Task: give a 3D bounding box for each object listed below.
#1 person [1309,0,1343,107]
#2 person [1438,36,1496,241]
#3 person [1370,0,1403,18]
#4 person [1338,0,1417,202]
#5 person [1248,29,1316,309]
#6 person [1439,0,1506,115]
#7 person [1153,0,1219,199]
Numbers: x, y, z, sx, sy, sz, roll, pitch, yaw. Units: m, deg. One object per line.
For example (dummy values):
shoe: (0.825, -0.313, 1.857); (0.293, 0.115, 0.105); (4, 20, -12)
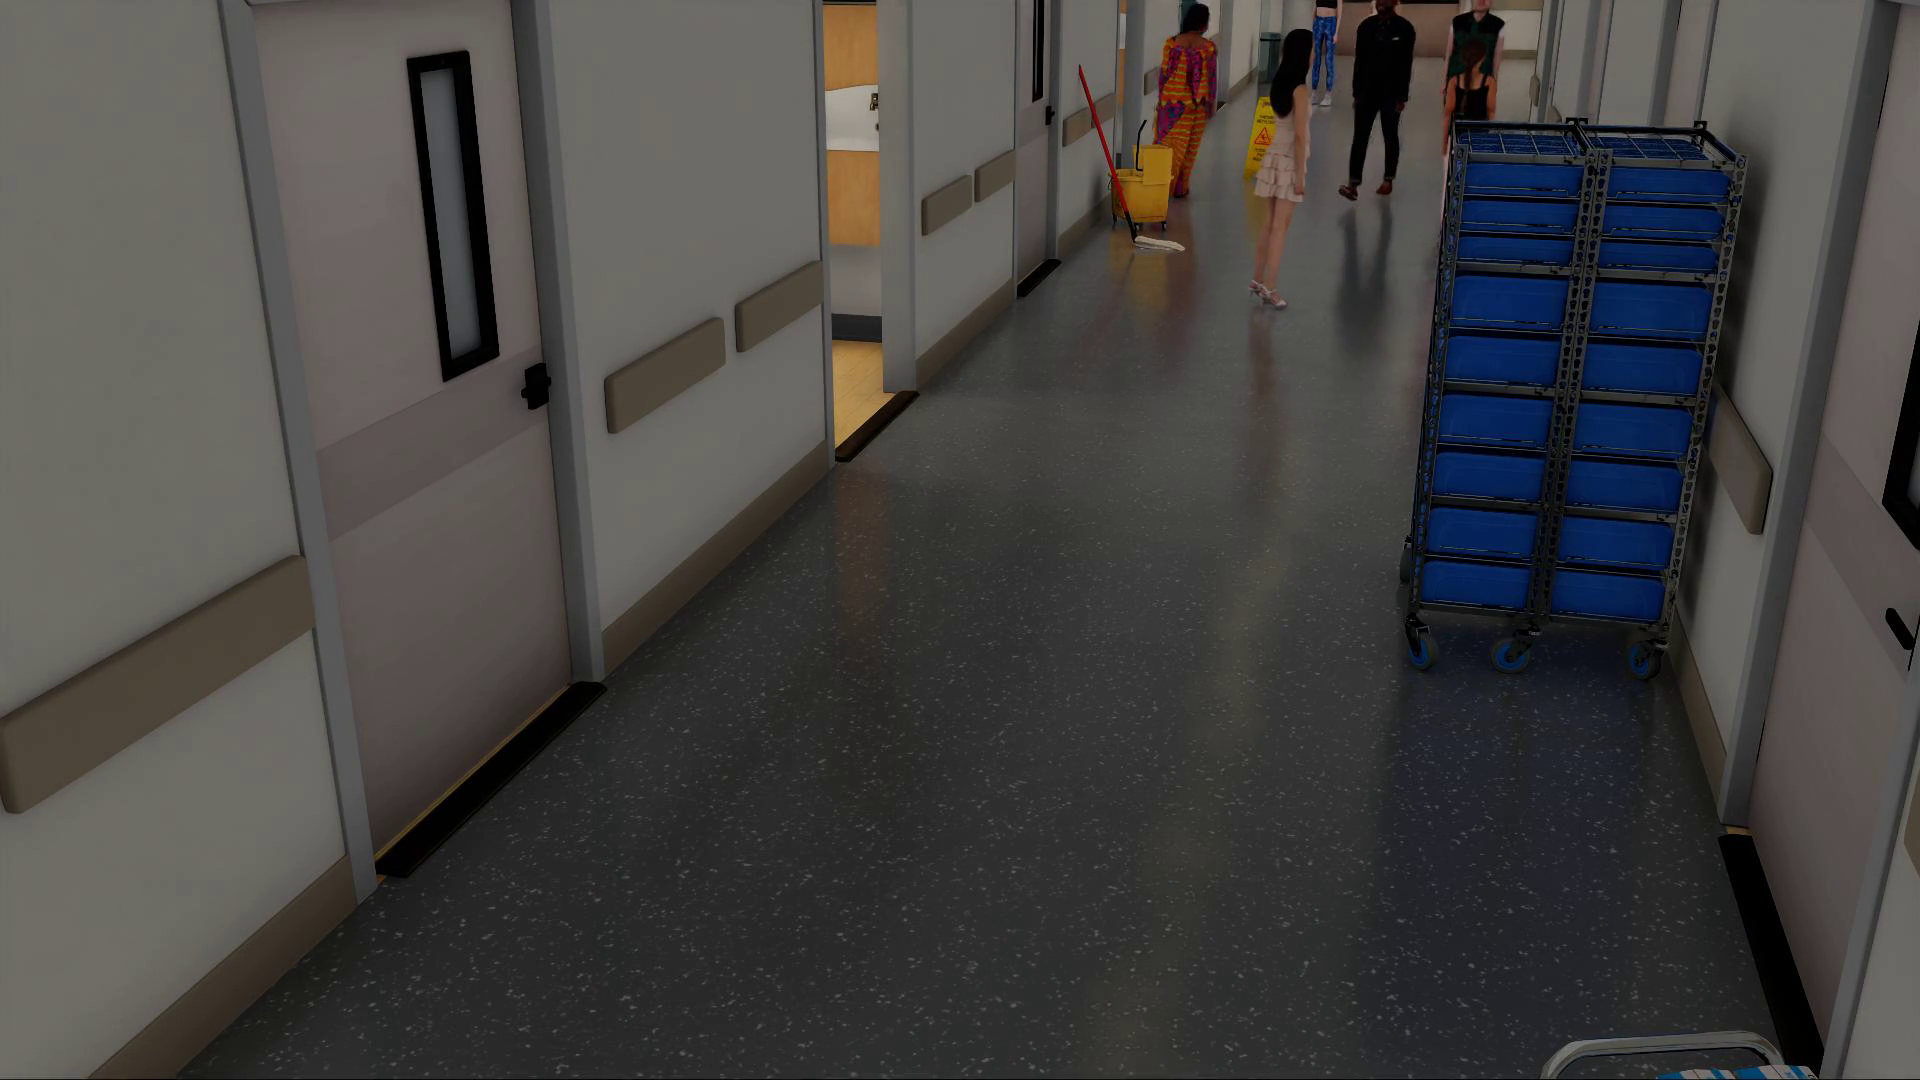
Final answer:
person: (4.763, -6.595, 21.712); (0.661, 1.782, 0.700); (16, 26, 36)
person: (3.746, -2.898, 12.290); (0.538, 1.542, 0.719); (7, 22, 19)
person: (5.338, -6.331, 21.208); (0.698, 1.646, 0.864); (11, 23, 27)
person: (3.706, -3.854, 14.489); (0.984, 1.773, 1.235); (14, 25, 32)
person: (2.040, -2.345, 10.567); (0.711, 1.729, 0.613); (-5, 21, -14)
person: (4.633, -4.126, 15.157); (0.831, 1.808, 1.200); (12, 24, 28)
person: (1.954, -3.864, 14.669); (0.762, 1.648, 0.796); (3, 21, 7)
